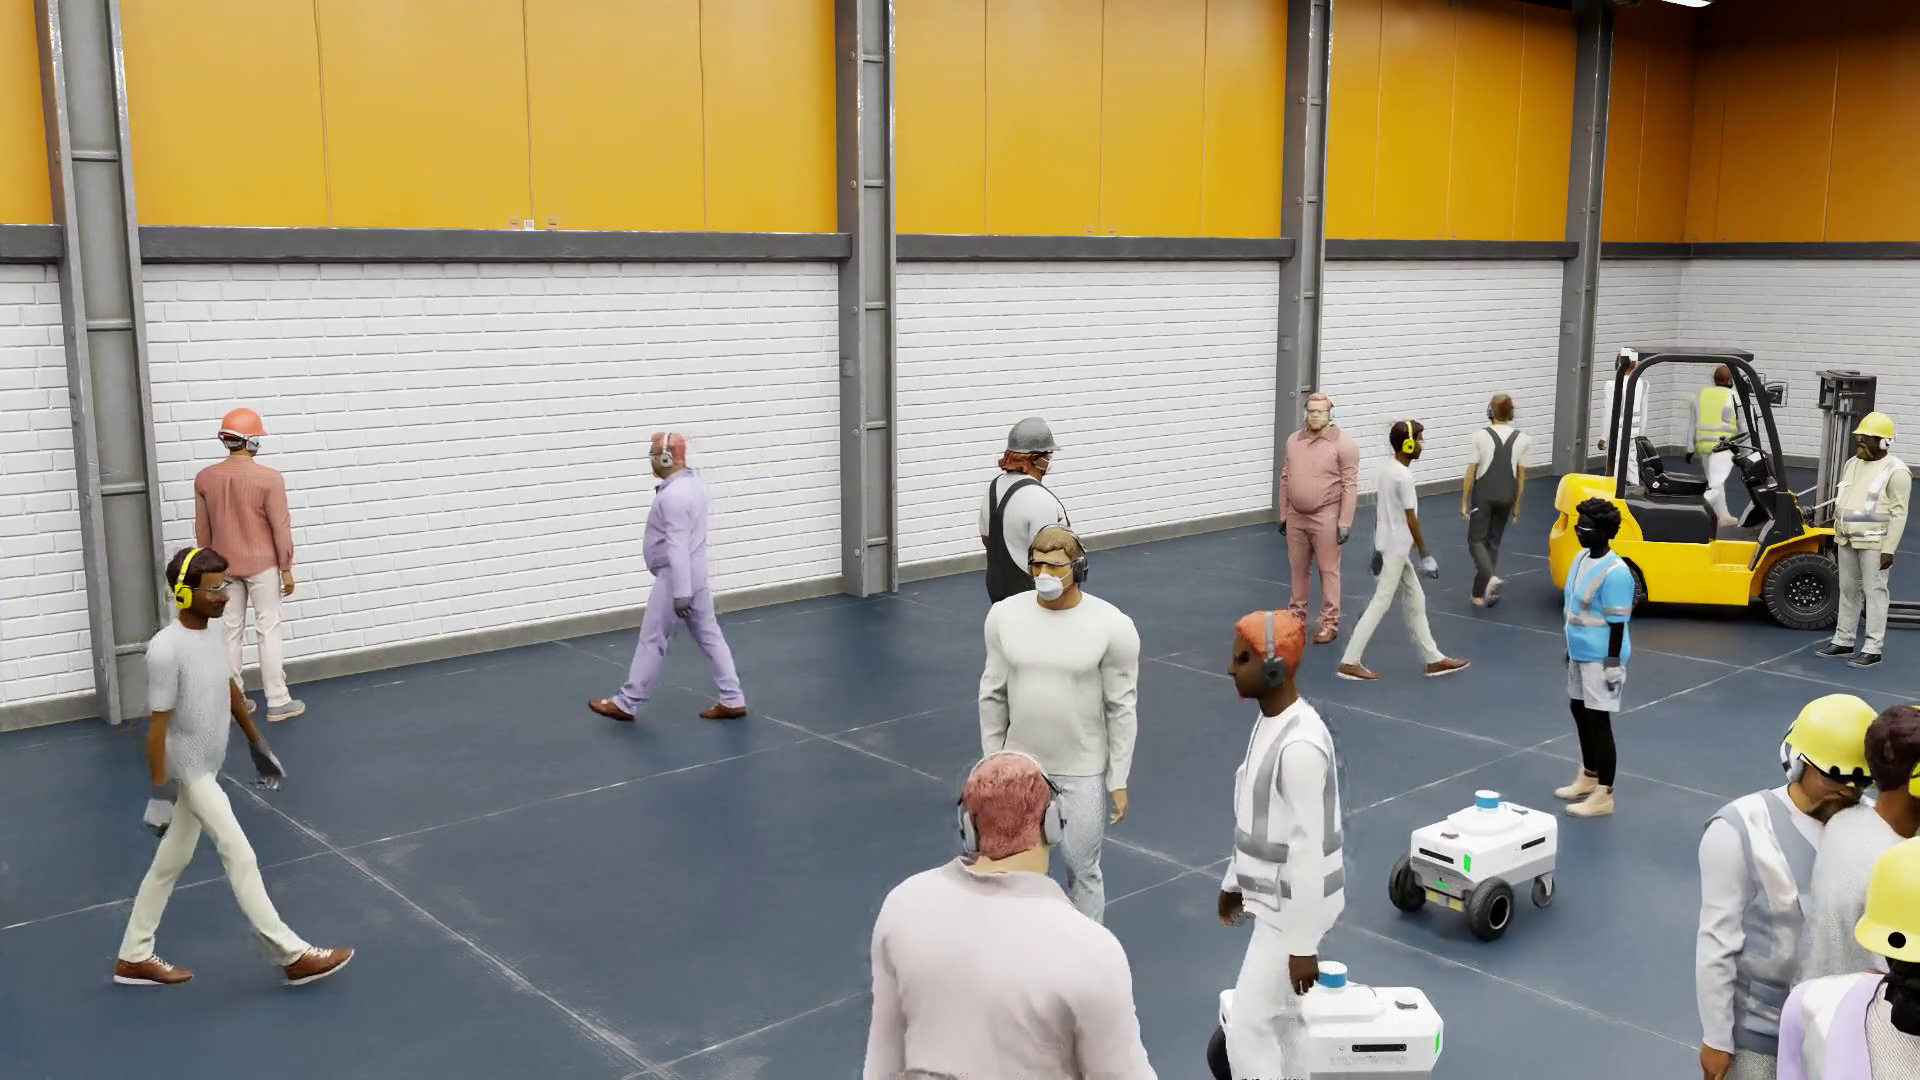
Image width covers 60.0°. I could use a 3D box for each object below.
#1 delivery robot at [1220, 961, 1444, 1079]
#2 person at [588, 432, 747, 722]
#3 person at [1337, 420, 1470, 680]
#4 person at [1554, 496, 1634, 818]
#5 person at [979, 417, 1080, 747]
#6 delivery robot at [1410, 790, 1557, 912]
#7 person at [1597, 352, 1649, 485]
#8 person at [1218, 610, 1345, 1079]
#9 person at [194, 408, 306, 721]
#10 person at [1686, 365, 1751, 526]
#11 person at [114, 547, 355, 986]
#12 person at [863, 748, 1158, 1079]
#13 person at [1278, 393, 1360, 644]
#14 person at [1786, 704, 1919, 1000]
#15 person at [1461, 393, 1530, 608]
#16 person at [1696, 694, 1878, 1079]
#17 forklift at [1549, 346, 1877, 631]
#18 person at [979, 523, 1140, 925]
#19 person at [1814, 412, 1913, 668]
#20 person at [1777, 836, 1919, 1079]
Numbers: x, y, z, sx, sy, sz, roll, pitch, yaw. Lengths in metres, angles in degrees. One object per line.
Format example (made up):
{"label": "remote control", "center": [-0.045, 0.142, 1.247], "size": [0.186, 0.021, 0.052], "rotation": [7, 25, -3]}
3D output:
{"label": "delivery robot", "center": [1.252, 1.671, 5.628], "size": [0.707, 0.478, 0.477], "rotation": [0, 10, -2]}
{"label": "person", "center": [-1.826, 0.241, 10.477], "size": [1.010, 1.849, 0.672], "rotation": [1, 10, 5]}
{"label": "person", "center": [3.083, 0.082, 11.513], "size": [0.945, 1.820, 0.522], "rotation": [1, 10, 5]}
{"label": "person", "center": [3.358, 0.609, 8.801], "size": [0.320, 1.694, 0.538], "rotation": [0, 10, -1]}
{"label": "person", "center": [0.431, 0.306, 9.547], "size": [0.538, 2.000, 0.684], "rotation": [-5, 11, -28]}
{"label": "delivery robot", "center": [2.343, 1.363, 7.428], "size": [0.707, 0.478, 0.477], "rotation": [-7, 12, -37]}
{"label": "person", "center": [7.447, -1.178, 18.702], "size": [0.585, 1.879, 0.337], "rotation": [-3, 10, -17]}
{"label": "person", "center": [0.914, 1.143, 5.170], "size": [0.543, 1.874, 0.613], "rotation": [1, 10, 5]}
{"label": "person", "center": [-4.505, 0.159, 10.542], "size": [0.614, 1.993, 0.395], "rotation": [1, 10, 8]}
{"label": "person", "center": [8.117, -0.977, 17.807], "size": [0.996, 1.793, 0.643], "rotation": [-6, 11, -31]}
{"label": "person", "center": [-2.975, 0.920, 6.642], "size": [0.995, 1.808, 0.540], "rotation": [-1, 10, -5]}
{"label": "person", "center": [0.175, 1.388, 3.769], "size": [0.692, 1.840, 0.999], "rotation": [9, 13, 44]}
{"label": "person", "center": [2.701, -0.170, 12.720], "size": [0.409, 1.908, 0.652], "rotation": [-9, 13, -44]}
{"label": "person", "center": [2.240, 1.319, 4.150], "size": [0.370, 1.856, 0.662], "rotation": [3, 10, 18]}
{"label": "person", "center": [4.453, -0.302, 13.785], "size": [0.535, 1.812, 0.650], "rotation": [0, 10, 1]}
{"label": "person", "center": [2.246, 1.289, 4.435], "size": [0.588, 1.822, 0.403], "rotation": [-2, 10, -11]}
{"label": "forklift", "center": [6.109, -0.478, 13.691], "size": [2.313, 2.155, 1.214], "rotation": [3, 10, 16]}
{"label": "person", "center": [0.368, 0.891, 6.422], "size": [0.627, 1.941, 0.373], "rotation": [4, 10, 20]}
{"label": "person", "center": [6.503, -0.005, 11.965], "size": [0.403, 1.837, 0.590], "rotation": [-2, 10, -13]}
{"label": "person", "center": [1.752, 1.467, 3.083], "size": [0.382, 1.924, 0.594], "rotation": [-8, 13, -39]}
